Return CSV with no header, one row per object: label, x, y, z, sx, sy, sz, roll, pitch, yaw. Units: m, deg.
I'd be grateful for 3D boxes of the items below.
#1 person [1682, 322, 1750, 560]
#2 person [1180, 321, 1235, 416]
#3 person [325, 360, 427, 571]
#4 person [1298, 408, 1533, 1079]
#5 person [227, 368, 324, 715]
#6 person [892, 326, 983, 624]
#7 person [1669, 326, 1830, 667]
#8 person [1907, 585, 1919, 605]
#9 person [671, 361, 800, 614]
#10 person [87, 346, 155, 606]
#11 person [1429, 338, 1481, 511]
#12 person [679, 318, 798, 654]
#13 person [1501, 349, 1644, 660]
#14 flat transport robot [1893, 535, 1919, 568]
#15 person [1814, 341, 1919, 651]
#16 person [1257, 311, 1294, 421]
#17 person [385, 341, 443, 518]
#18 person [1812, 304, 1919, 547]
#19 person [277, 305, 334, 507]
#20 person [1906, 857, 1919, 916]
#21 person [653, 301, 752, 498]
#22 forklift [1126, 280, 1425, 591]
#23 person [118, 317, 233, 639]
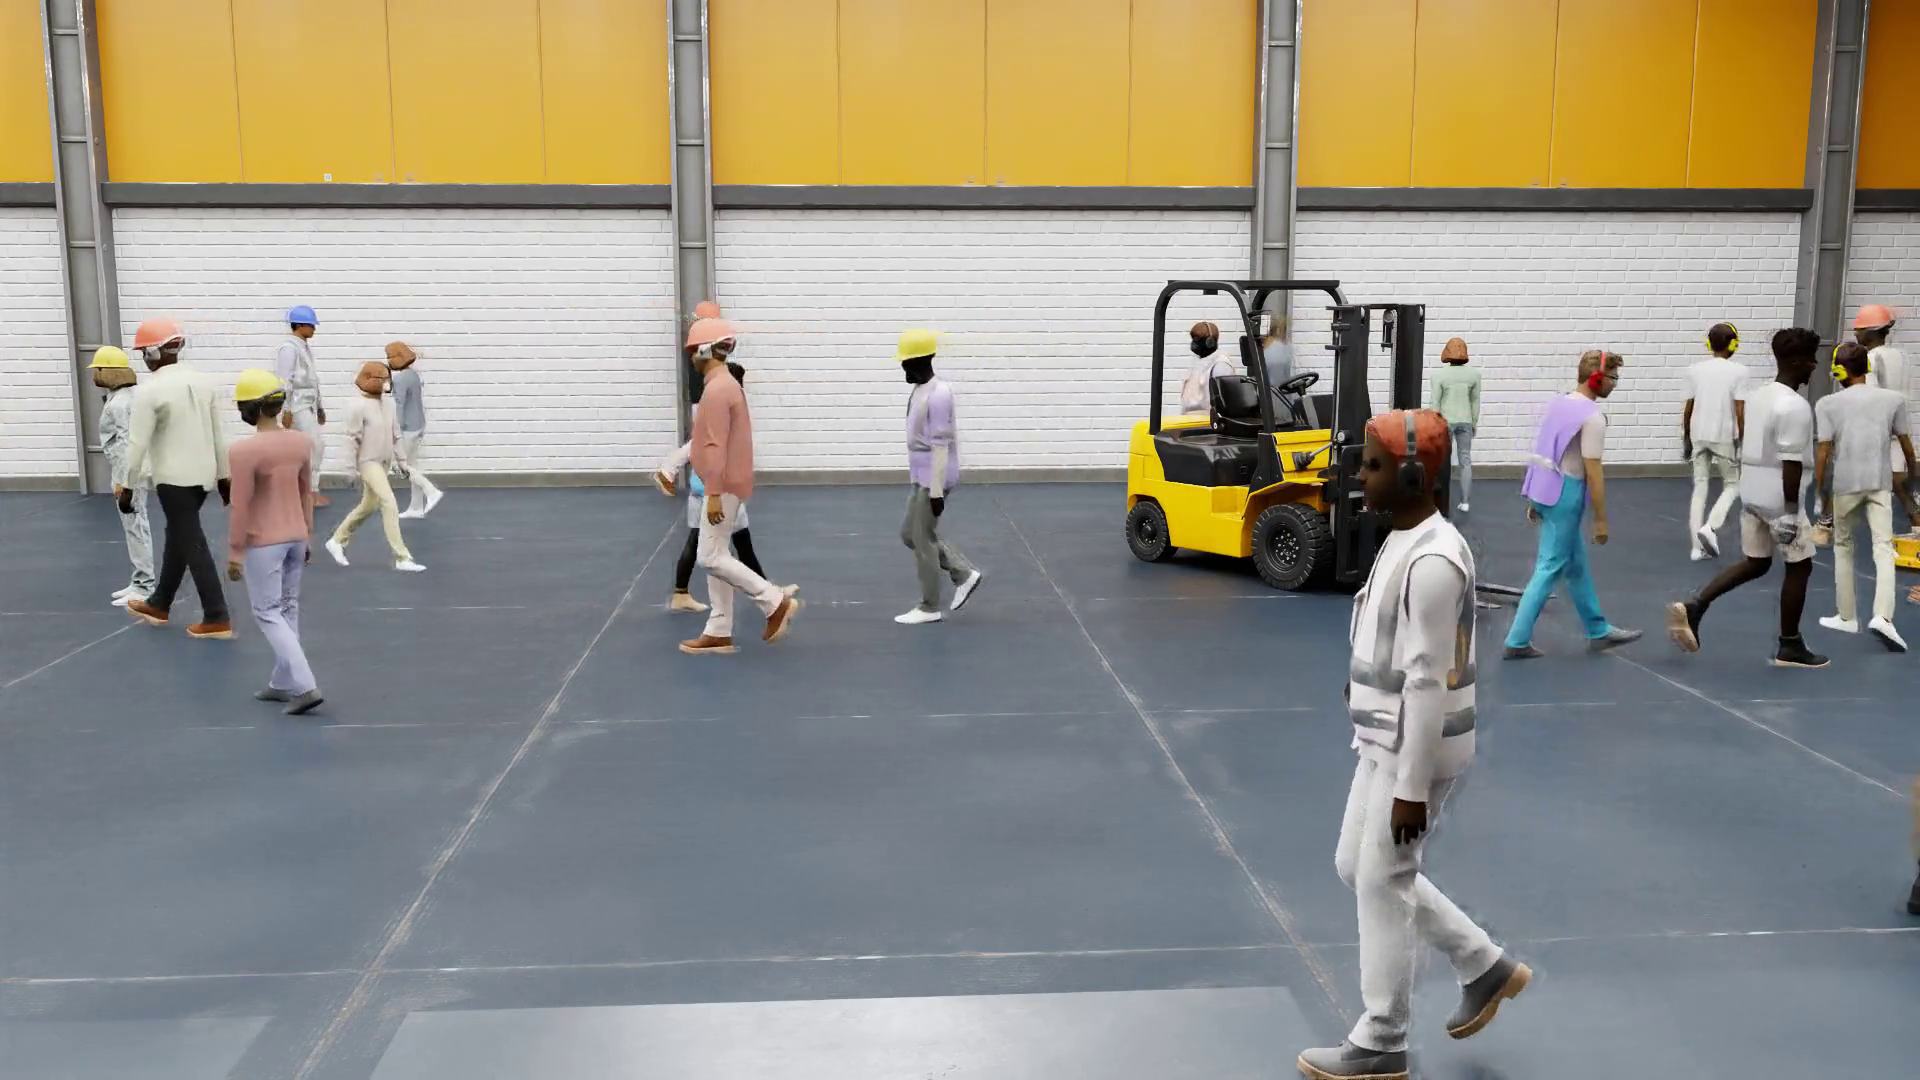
person,5.812,-0.750,12.849,0.506,1.858,0.454,8,12,43
person,2.114,-0.928,14.060,0.518,1.829,0.648,-3,10,-18
person,-4.453,-0.562,12.521,0.860,1.592,0.506,2,9,14
person,1.250,0.575,4.497,0.543,1.872,0.580,1,9,6
person,-3.469,0.017,8.408,0.516,1.777,0.533,3,10,19
person,-0.170,-0.396,10.473,0.545,1.898,0.624,-2,9,-12
person,4.520,-0.239,9.398,0.801,1.940,0.620,0,9,0
person,6.641,-0.518,11.140,0.373,1.938,0.630,6,11,35
person,-1.514,-0.338,10.872,0.856,1.644,0.545,-4,10,-24
person,-5.642,-0.431,11.197,0.312,1.744,0.487,-4,10,-22
person,4.614,-1.071,15.560,0.497,1.633,0.284,-1,9,-7
person,-1.314,-0.300,9.669,0.600,1.968,0.641,-1,9,-3
person,3.530,-0.183,9.487,0.894,1.795,0.642,0,9,-3
flat transport robot,7.686,0.064,12.687,1.431,0.197,0.652,-6,11,-33
person,5.468,-0.276,10.006,0.627,1.824,0.854,3,9,18
person,2.840,-1.036,14.489,0.717,1.913,0.642,2,9,10
person,-4.958,-0.989,15.059,0.415,1.617,0.536,0,9,1
person,7.295,-0.875,13.245,0.625,1.995,1.064,-6,11,-33
person,-6.176,-1.261,15.811,0.616,1.925,0.643,-1,9,-5
person,3.743,0.382,5.637,0.975,1.882,0.565,0,9,-2
person,-2.560,-1.378,16.436,0.898,1.969,0.614,1,9,6
forklift,2.301,-0.860,12.475,1.214,2.155,2.313,-6,11,-35
person,-4.878,-0.371,10.157,0.977,1.944,0.638,2,9,15
